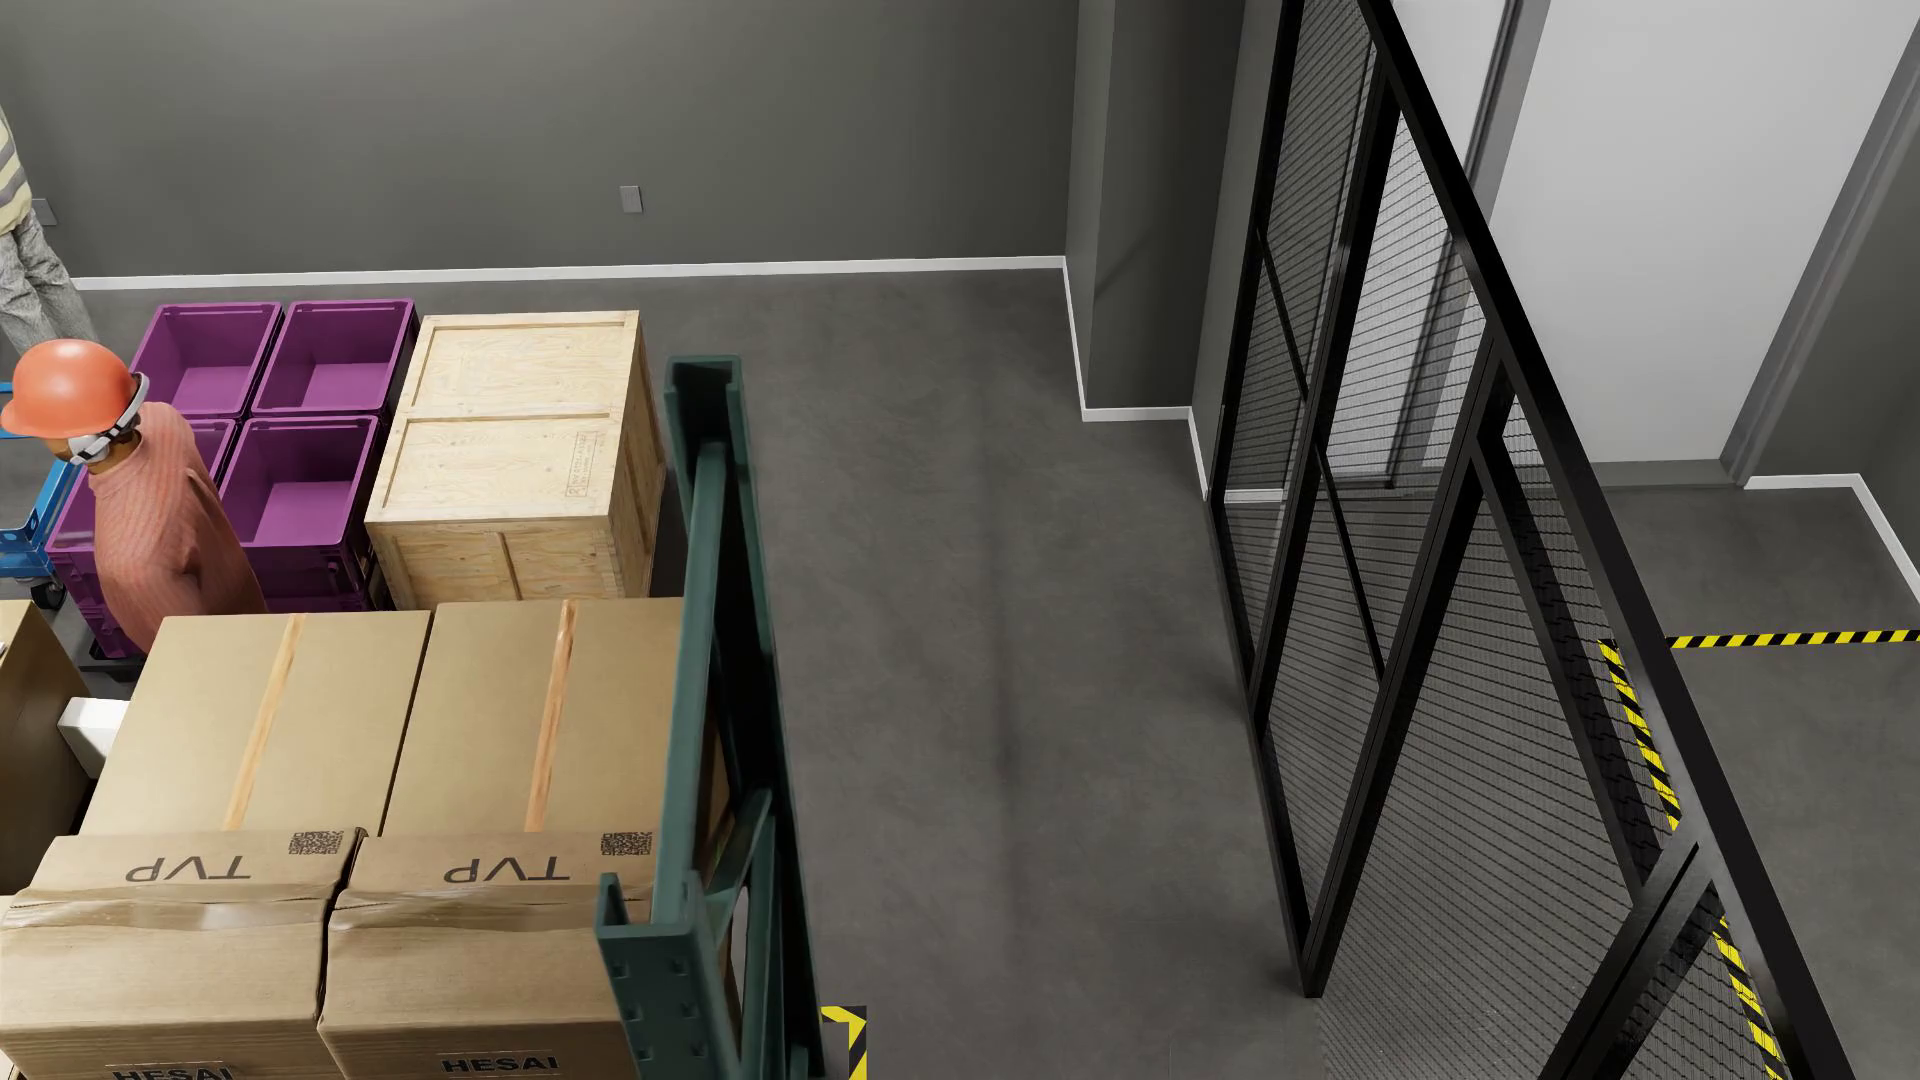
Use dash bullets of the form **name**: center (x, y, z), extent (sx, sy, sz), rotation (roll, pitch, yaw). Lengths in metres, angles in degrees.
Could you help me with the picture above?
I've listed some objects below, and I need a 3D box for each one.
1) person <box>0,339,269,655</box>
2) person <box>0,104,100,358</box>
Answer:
- **person**: center (-2.037, 0.253, 4.477), extent (0.375, 1.994, 0.611), rotation (-12, 48, -11)
- **person**: center (-3.540, -1.195, 5.968), extent (0.404, 1.834, 0.595), rotation (1, 46, 1)
